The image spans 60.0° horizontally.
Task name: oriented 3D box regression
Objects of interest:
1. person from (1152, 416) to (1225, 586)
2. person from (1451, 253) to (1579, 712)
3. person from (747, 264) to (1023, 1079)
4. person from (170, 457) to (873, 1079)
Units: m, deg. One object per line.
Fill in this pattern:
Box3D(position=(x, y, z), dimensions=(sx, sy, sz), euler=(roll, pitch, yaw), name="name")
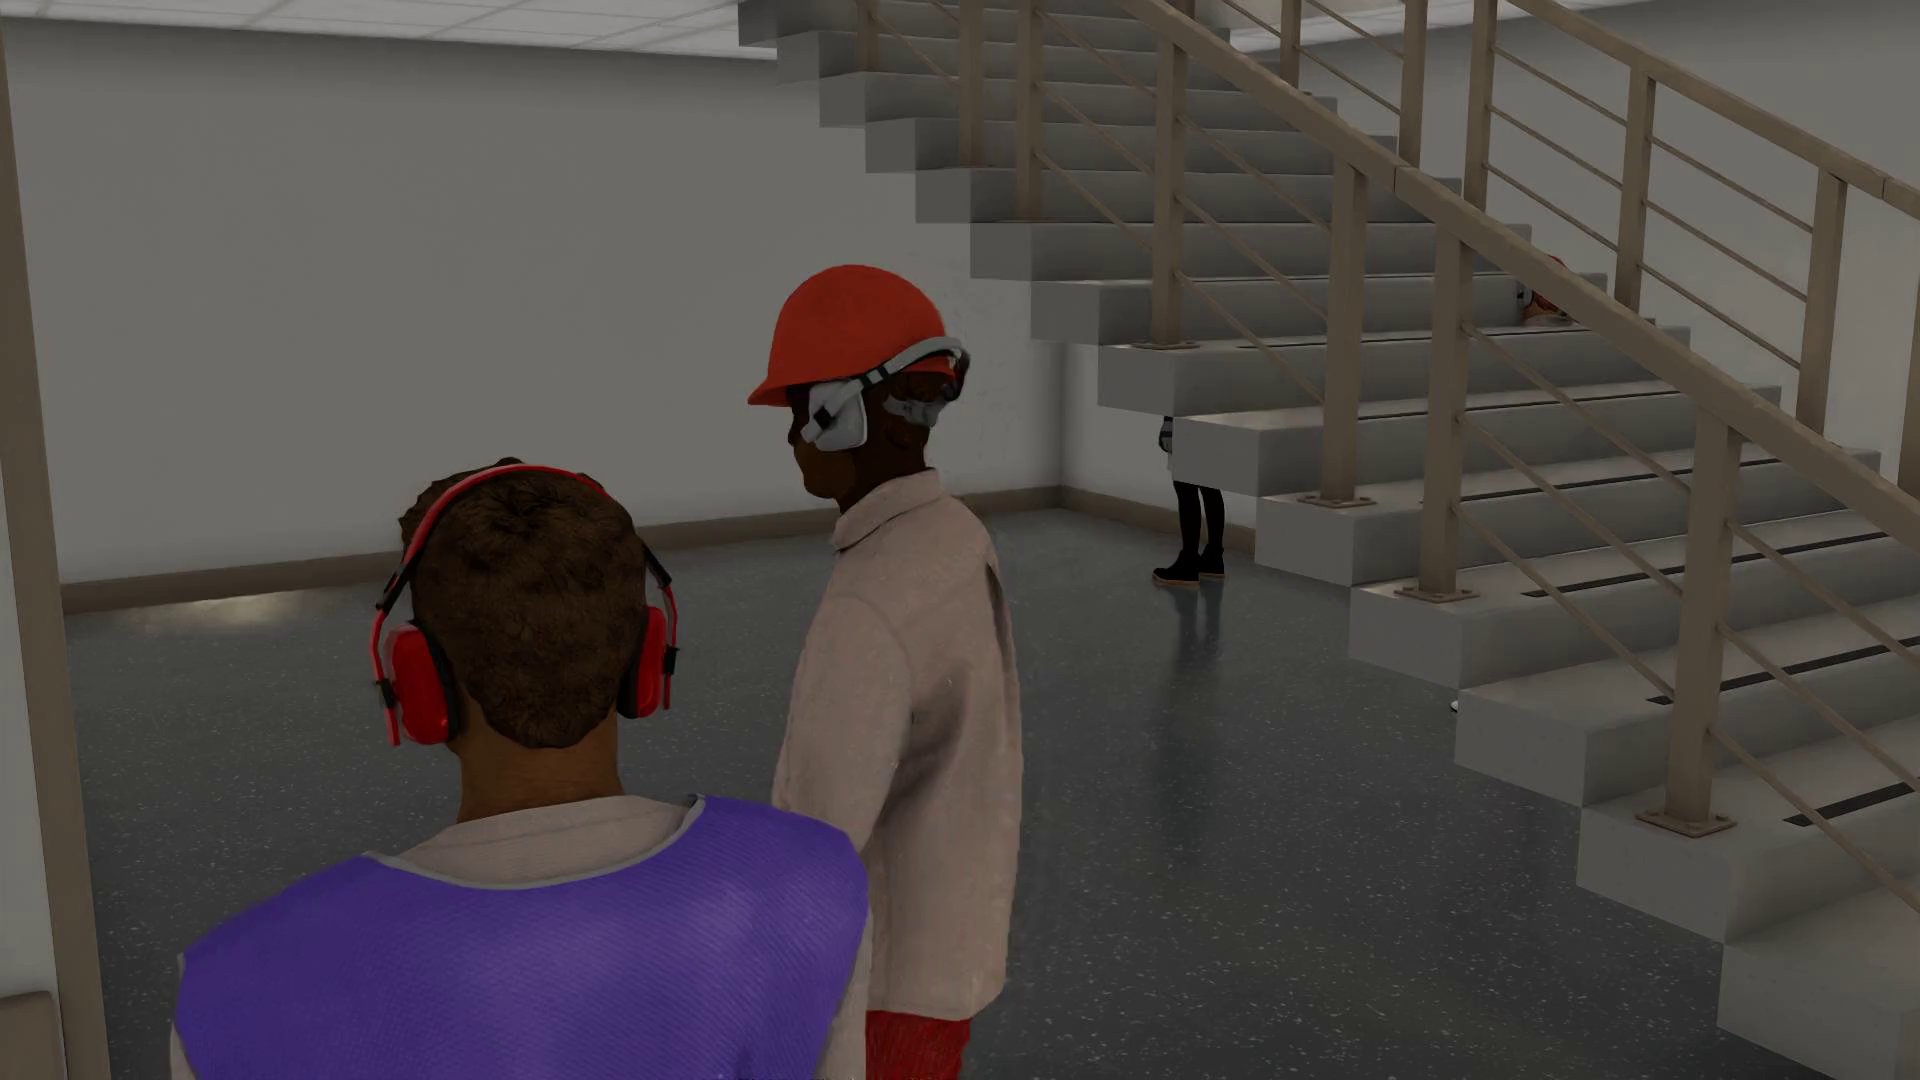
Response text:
Box3D(position=(1.321, -0.720, 9.362), dimensions=(0.373, 1.958, 0.598), euler=(7, 13, 34), name="person")
Box3D(position=(2.297, -0.210, 6.800), dimensions=(0.641, 1.908, 0.409), euler=(-9, 14, -40), name="person")
Box3D(position=(-0.171, 0.597, 2.411), dimensions=(0.647, 1.956, 0.664), euler=(1, 11, 5), name="person")
Box3D(position=(-0.325, 0.850, 1.429), dimensions=(0.560, 1.837, 0.390), euler=(-7, 13, -31), name="person")
